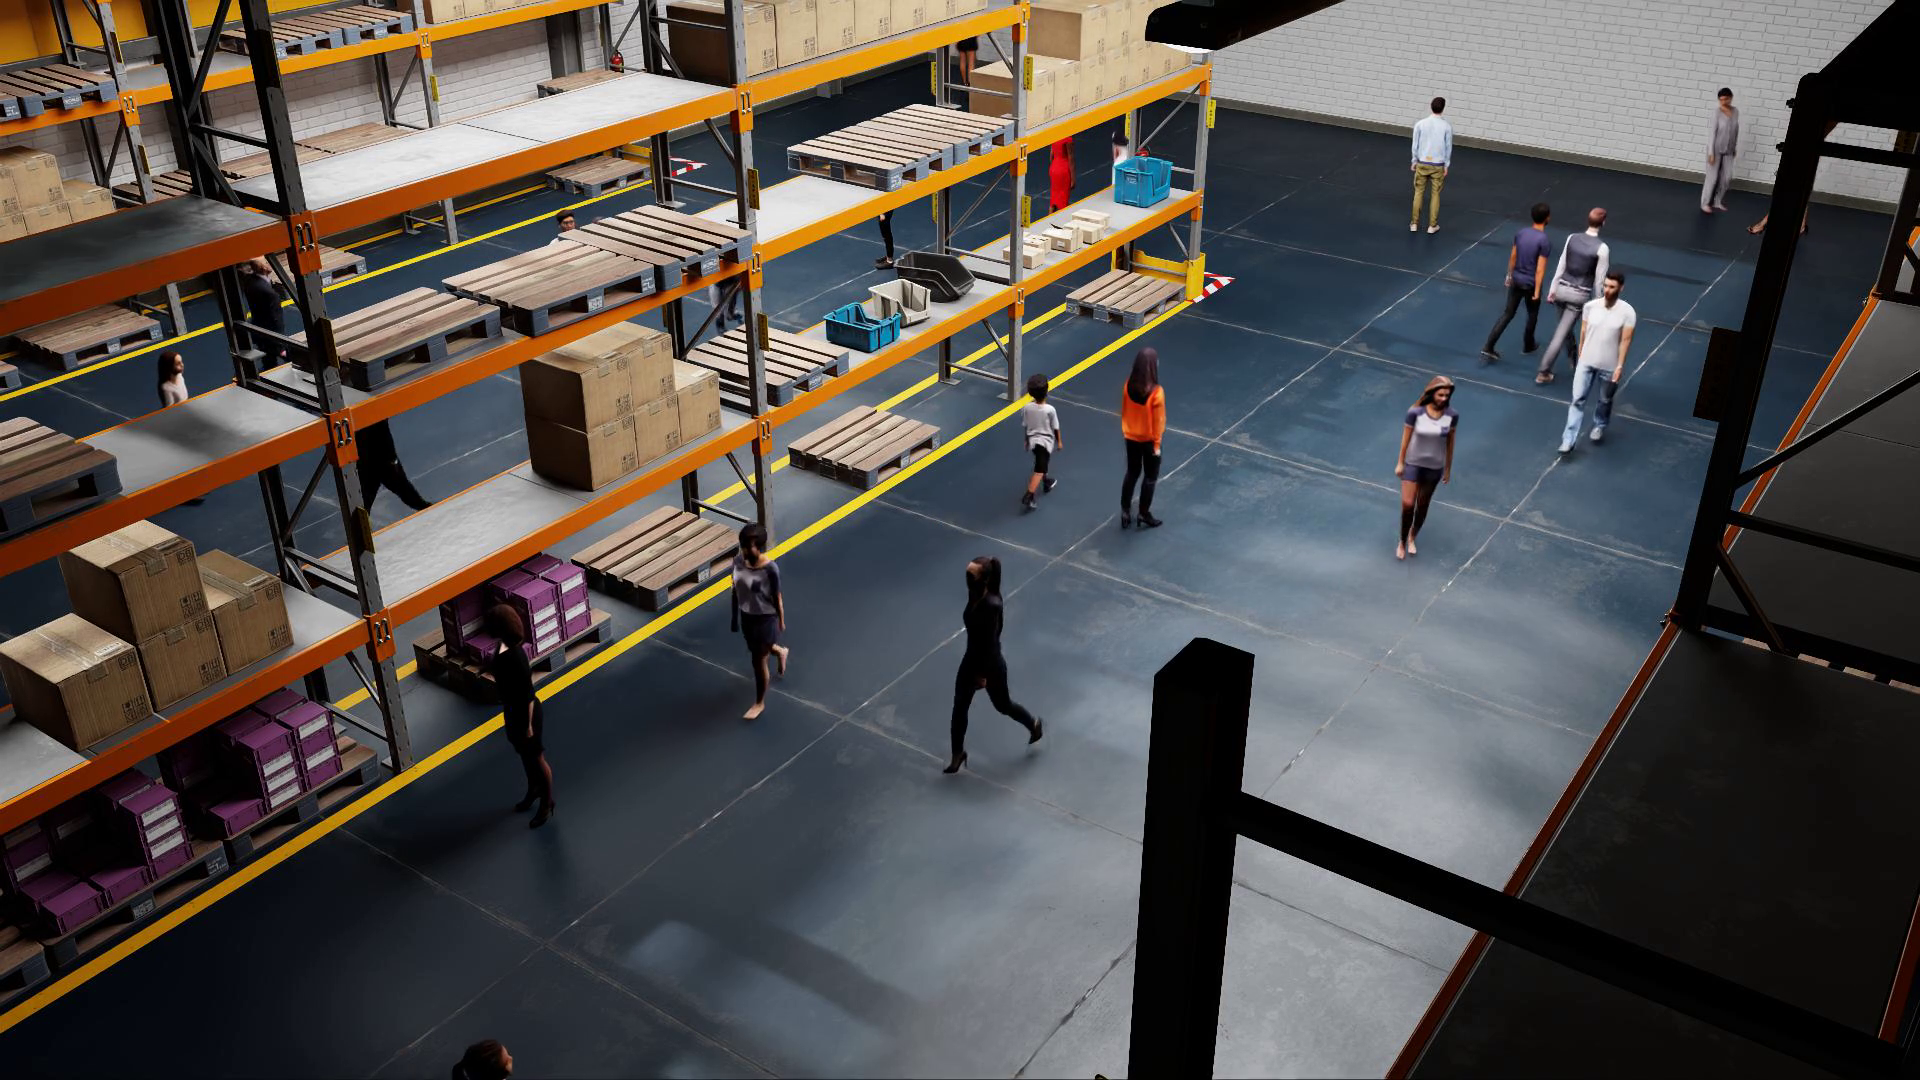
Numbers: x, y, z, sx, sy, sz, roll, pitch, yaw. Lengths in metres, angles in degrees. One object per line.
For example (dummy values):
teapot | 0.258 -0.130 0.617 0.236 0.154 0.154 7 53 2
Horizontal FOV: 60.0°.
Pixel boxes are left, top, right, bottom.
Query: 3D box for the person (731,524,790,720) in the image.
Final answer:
person | -1.464 0.528 12.416 0.566 1.540 0.948 17 33 28

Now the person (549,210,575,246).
person | -4.269 -2.803 18.335 0.602 1.721 0.754 -18 33 -29

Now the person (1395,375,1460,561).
person | 4.016 -0.673 14.440 0.732 1.712 0.766 4 29 7

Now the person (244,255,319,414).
person | -7.044 -2.017 16.830 0.756 1.782 0.808 22 36 35

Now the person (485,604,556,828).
person | -2.918 1.156 11.103 0.636 1.696 0.647 -16 32 -26

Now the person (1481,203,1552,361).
person | 6.137 -2.780 18.266 1.221 1.746 0.884 -20 34 -32

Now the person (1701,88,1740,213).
person | 10.536 -5.395 23.062 0.752 1.744 0.826 -13 31 -22

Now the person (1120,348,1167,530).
person | 1.604 -0.877 14.774 0.710 1.749 0.706 -23 36 -36

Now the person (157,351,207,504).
person | -7.220 -1.051 15.376 0.690 1.479 0.611 -1 29 -3

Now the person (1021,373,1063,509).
person | 0.723 -0.893 15.336 0.508 1.239 0.903 18 33 30

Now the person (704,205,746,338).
person | -2.578 -2.851 18.360 0.755 1.780 0.997 10 30 18

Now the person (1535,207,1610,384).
person | 6.471 -2.571 17.718 1.244 1.904 0.954 -20 34 -32

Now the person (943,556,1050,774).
person | 0.246 0.877 11.633 1.153 1.678 0.896 -16 32 -27

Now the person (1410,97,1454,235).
person | 6.324 -5.036 22.334 0.711 1.812 0.618 13 31 22

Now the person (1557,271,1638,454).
person | 6.312 -1.753 16.307 0.705 1.818 1.166 20 35 32

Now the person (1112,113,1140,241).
person | 2.117 -4.717 21.828 0.766 1.735 0.700 -23 36 -36
